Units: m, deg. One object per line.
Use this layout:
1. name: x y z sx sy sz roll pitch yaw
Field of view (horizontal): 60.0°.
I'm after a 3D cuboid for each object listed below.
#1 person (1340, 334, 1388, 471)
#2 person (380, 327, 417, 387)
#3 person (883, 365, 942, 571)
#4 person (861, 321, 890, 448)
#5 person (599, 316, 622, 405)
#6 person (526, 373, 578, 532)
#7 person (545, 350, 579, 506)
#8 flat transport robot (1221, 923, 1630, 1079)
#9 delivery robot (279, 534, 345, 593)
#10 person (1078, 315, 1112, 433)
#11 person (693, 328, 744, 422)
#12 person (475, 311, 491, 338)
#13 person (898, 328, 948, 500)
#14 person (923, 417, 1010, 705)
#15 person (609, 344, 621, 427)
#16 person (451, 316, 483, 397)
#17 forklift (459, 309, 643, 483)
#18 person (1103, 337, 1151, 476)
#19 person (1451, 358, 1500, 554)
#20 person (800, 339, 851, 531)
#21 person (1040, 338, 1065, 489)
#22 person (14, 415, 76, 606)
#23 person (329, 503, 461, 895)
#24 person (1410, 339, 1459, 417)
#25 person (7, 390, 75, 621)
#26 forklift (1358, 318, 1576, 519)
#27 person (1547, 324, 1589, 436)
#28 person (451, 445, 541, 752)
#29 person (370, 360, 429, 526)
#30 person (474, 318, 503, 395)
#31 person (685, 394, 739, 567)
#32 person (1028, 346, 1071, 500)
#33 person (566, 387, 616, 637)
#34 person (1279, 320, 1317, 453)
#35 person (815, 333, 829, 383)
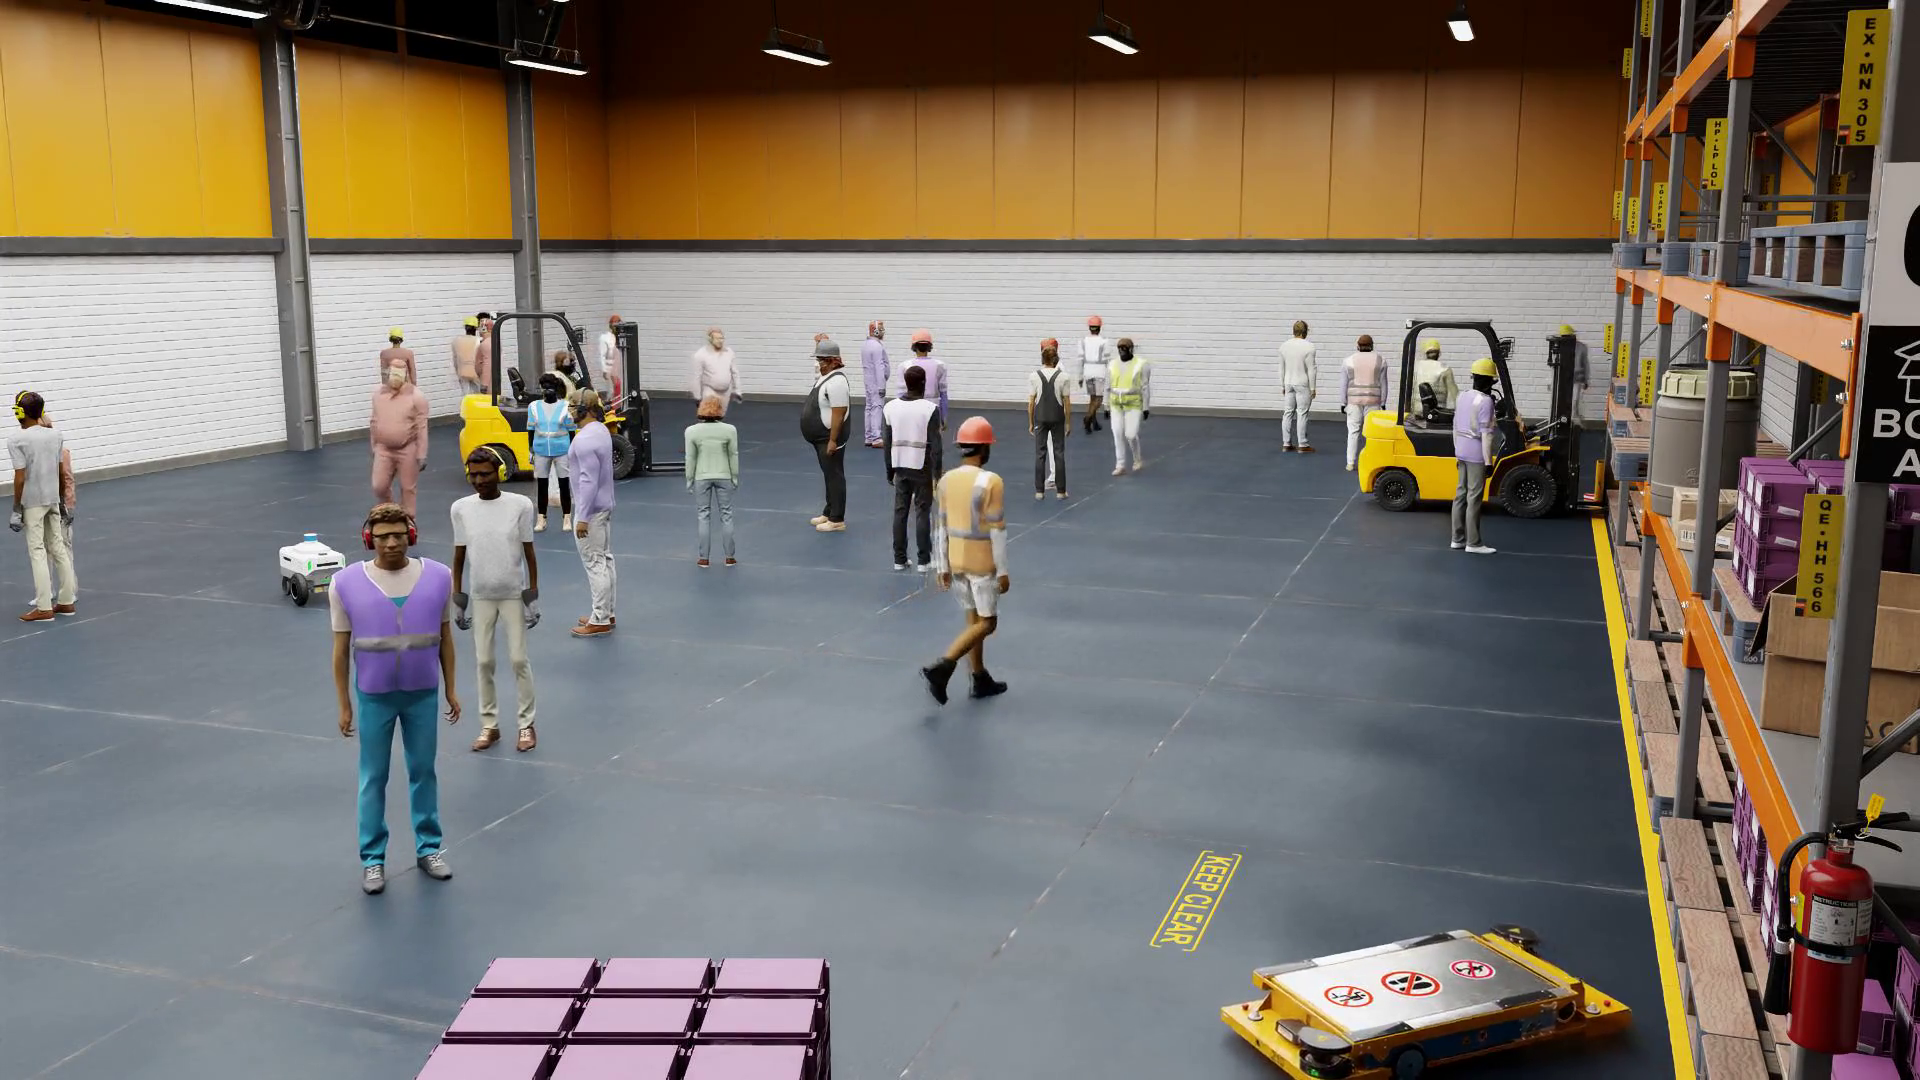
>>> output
1. person: 5.425 -1.838 22.348 0.622 1.838 0.429 3 10 15
2. person: -8.644 -2.389 25.642 0.525 1.772 0.307 -2 10 -10
3. person: -0.436 -0.662 15.491 0.599 1.917 0.376 5 11 28
4. person: -1.240 -2.324 24.884 0.409 1.907 0.651 -4 11 -22
5. person: -5.891 -2.934 28.544 0.572 1.847 0.919 -3 10 -16
6. person: -4.308 -0.918 17.572 0.532 1.692 0.320 0 10 -2
7. person: -4.634 -1.301 19.413 0.504 1.811 0.667 -2 10 -10
8. flat transport robot: 1.789 1.777 6.396 1.431 0.197 0.652 -4 11 -23
9. delivery robot: -5.561 0.189 14.274 0.477 0.478 0.707 -9 13 -41
10. person: 2.152 -2.682 26.900 0.548 1.911 0.807 6 12 29
11. person: -3.425 -2.078 23.672 0.647 1.851 0.979 -8 13 -39
12. person: -7.853 -2.793 27.432 0.606 1.942 0.541 5 11 25
13. person: -0.454 -1.493 19.823 0.615 2.040 0.391 -3 11 -18
14. person: 0.039 0.149 10.929 0.736 1.915 0.549 -9 13 -40
15. person: -5.606 -2.684 27.408 0.449 1.722 0.561 -4 11 -23
16. person: -7.823 -2.632 26.635 0.579 1.901 0.571 -1 10 -5
17. forklift: -5.354 -1.902 21.697 2.313 2.155 1.214 -2 10 -13
18. person: 2.178 -1.750 21.879 0.647 1.823 0.443 6 12 30
19. person: 5.088 -0.828 16.421 0.383 1.921 0.585 -2 10 -14
20. person: -1.435 -1.121 17.732 0.536 2.000 0.675 -2 10 -11
21. person: 1.144 -1.576 20.730 0.355 1.887 0.573 2 10 10
22. person: -7.665 -0.245 13.986 0.525 1.647 0.389 2 10 9
23. person: -2.663 0.726 7.879 0.565 1.845 0.385 -6 12 -31
24. person: 6.312 -1.765 22.080 0.959 1.771 0.622 -9 13 -40
25. person: -7.455 -0.273 13.451 0.328 1.867 0.513 3 11 17
26. forklift: 5.787 -1.437 19.079 2.313 2.155 1.214 3 11 19
27. person: 9.640 -2.534 26.394 0.611 1.789 0.575 6 11 29
28. person: -2.776 0.355 9.970 0.522 1.854 0.337 0 10 -2
29. person: -5.737 -0.913 17.053 0.669 1.872 0.460 1 10 5
30. person: -7.257 -2.451 25.595 0.406 1.910 0.639 0 10 0
31. person: -2.336 -0.555 15.688 0.498 1.634 0.283 -2 10 -11
32. person: 1.066 -1.389 19.813 0.506 1.839 0.351 2 10 10
33. person: -2.865 -0.216 12.923 0.355 1.938 0.637 0 10 0
34. person: 4.942 -2.236 24.302 0.373 1.940 0.630 -10 14 -43
35. person: -2.153 -2.461 26.411 0.309 1.640 0.514 0 10 2
